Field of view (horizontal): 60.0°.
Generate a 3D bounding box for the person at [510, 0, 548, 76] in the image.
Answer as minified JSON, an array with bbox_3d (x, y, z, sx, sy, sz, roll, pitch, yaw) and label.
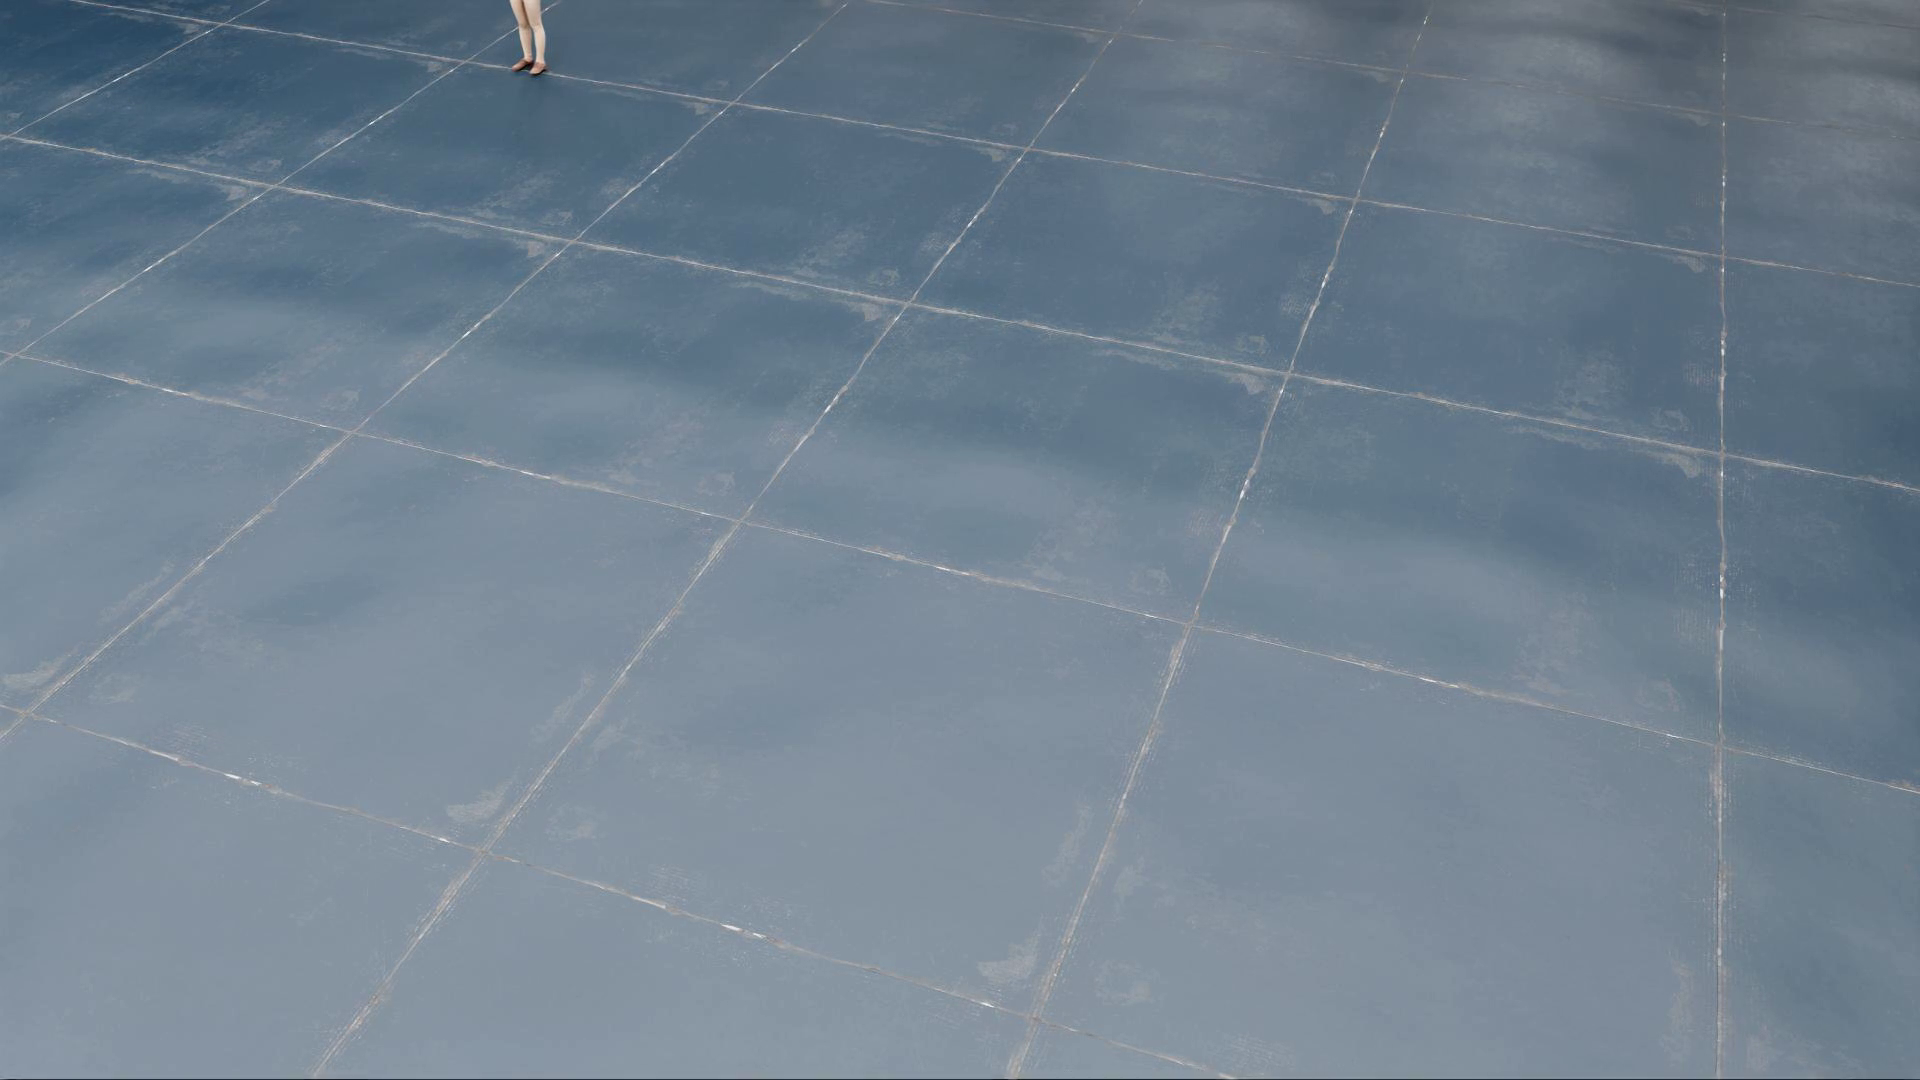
[{"bbox_3d":[-4.259,-5.419,16.244,0.622,1.652,0.569,13,40,16],"label":"person"}]
